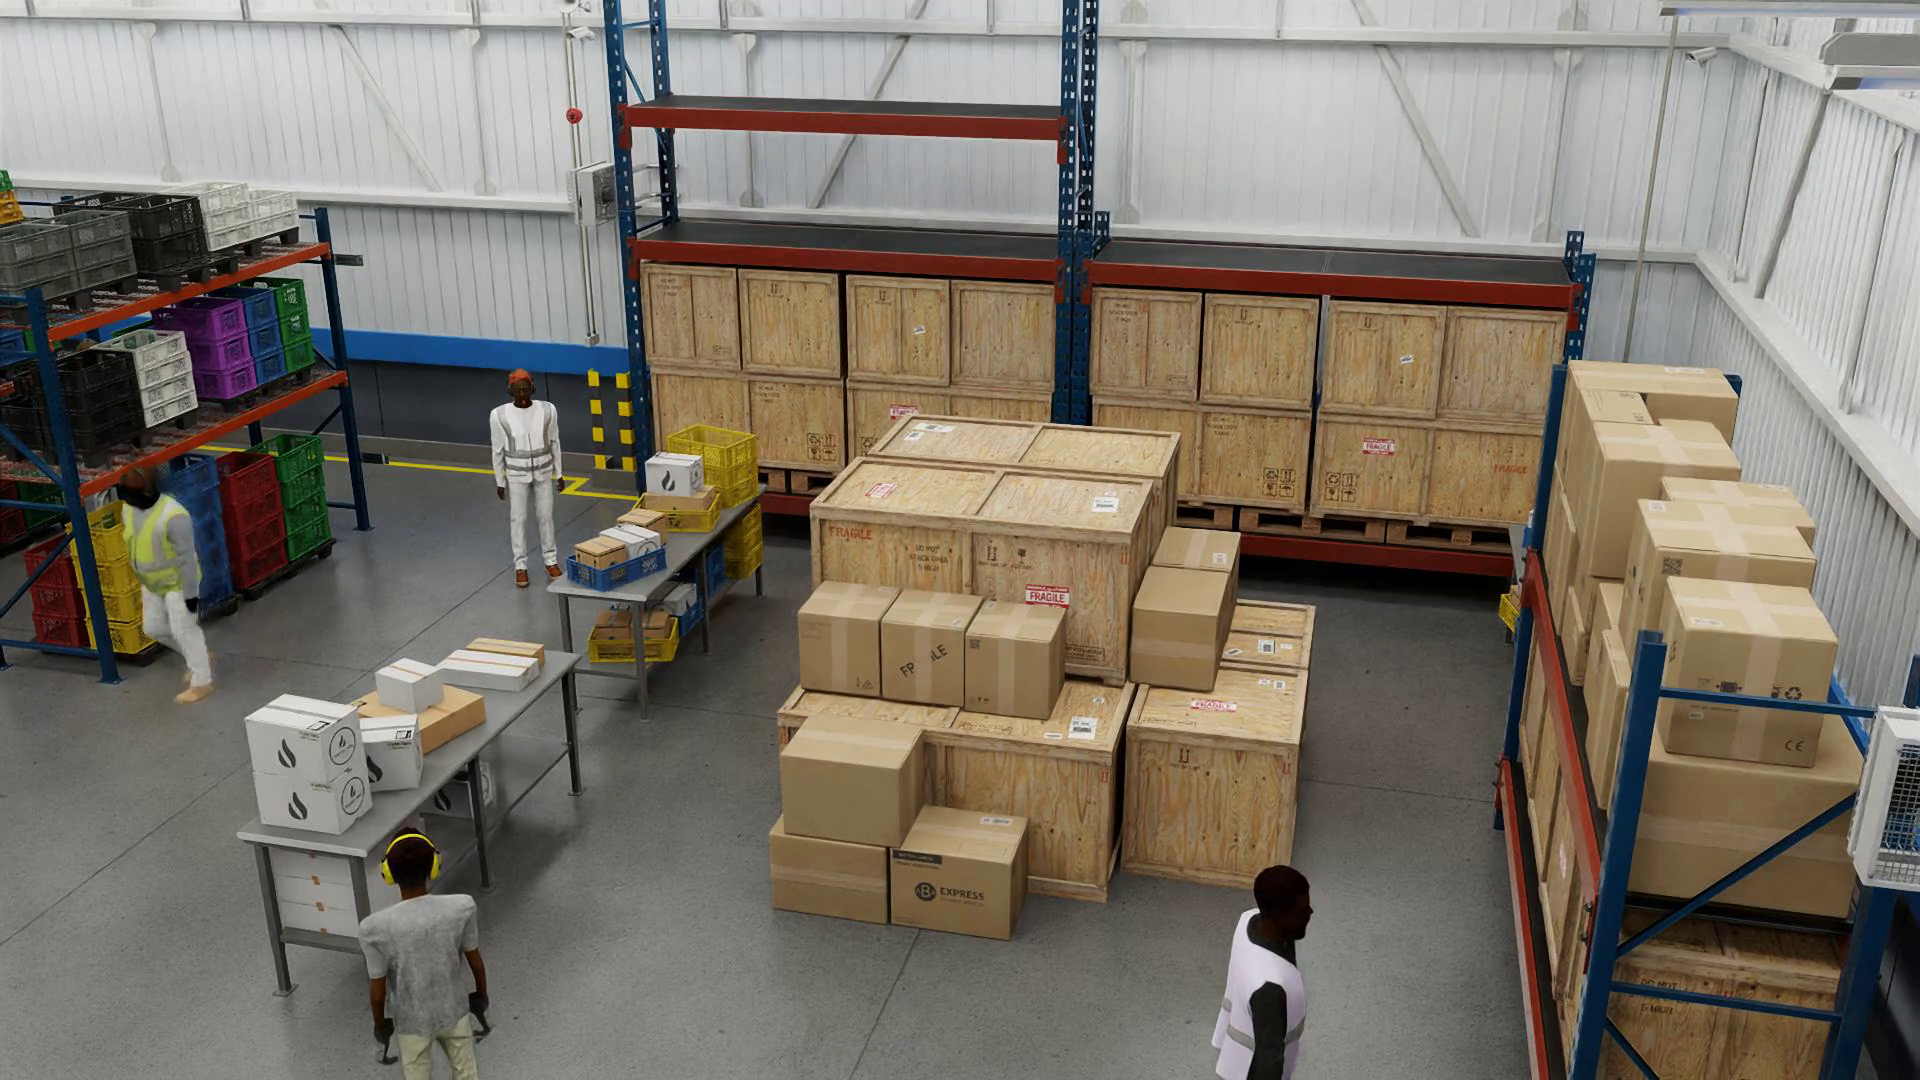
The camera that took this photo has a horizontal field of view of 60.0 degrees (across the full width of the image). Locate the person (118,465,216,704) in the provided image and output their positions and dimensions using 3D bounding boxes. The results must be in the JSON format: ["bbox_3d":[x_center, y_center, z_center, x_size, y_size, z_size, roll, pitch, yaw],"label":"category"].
[{"bbox_3d":[-5.734,0.305,12.054,0.660,1.820,0.448,11,23,26],"label":"person"}]

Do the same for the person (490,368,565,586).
[{"bbox_3d":[-3.668,-0.539,14.174,0.585,1.882,0.343,-10,23,-25],"label":"person"}]

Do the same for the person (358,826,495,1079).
[{"bbox_3d":[-2.318,2.098,7.295,0.530,1.871,0.323,-11,24,-27],"label":"person"}]

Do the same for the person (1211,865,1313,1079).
[{"bbox_3d":[1.252,2.203,6.955,0.392,1.919,0.588,1,21,1],"label":"person"}]

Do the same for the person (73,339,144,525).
[{"bbox_3d":[-7.655,-0.849,14.910,0.628,1.940,0.377,-8,22,-19],"label":"person"}]
